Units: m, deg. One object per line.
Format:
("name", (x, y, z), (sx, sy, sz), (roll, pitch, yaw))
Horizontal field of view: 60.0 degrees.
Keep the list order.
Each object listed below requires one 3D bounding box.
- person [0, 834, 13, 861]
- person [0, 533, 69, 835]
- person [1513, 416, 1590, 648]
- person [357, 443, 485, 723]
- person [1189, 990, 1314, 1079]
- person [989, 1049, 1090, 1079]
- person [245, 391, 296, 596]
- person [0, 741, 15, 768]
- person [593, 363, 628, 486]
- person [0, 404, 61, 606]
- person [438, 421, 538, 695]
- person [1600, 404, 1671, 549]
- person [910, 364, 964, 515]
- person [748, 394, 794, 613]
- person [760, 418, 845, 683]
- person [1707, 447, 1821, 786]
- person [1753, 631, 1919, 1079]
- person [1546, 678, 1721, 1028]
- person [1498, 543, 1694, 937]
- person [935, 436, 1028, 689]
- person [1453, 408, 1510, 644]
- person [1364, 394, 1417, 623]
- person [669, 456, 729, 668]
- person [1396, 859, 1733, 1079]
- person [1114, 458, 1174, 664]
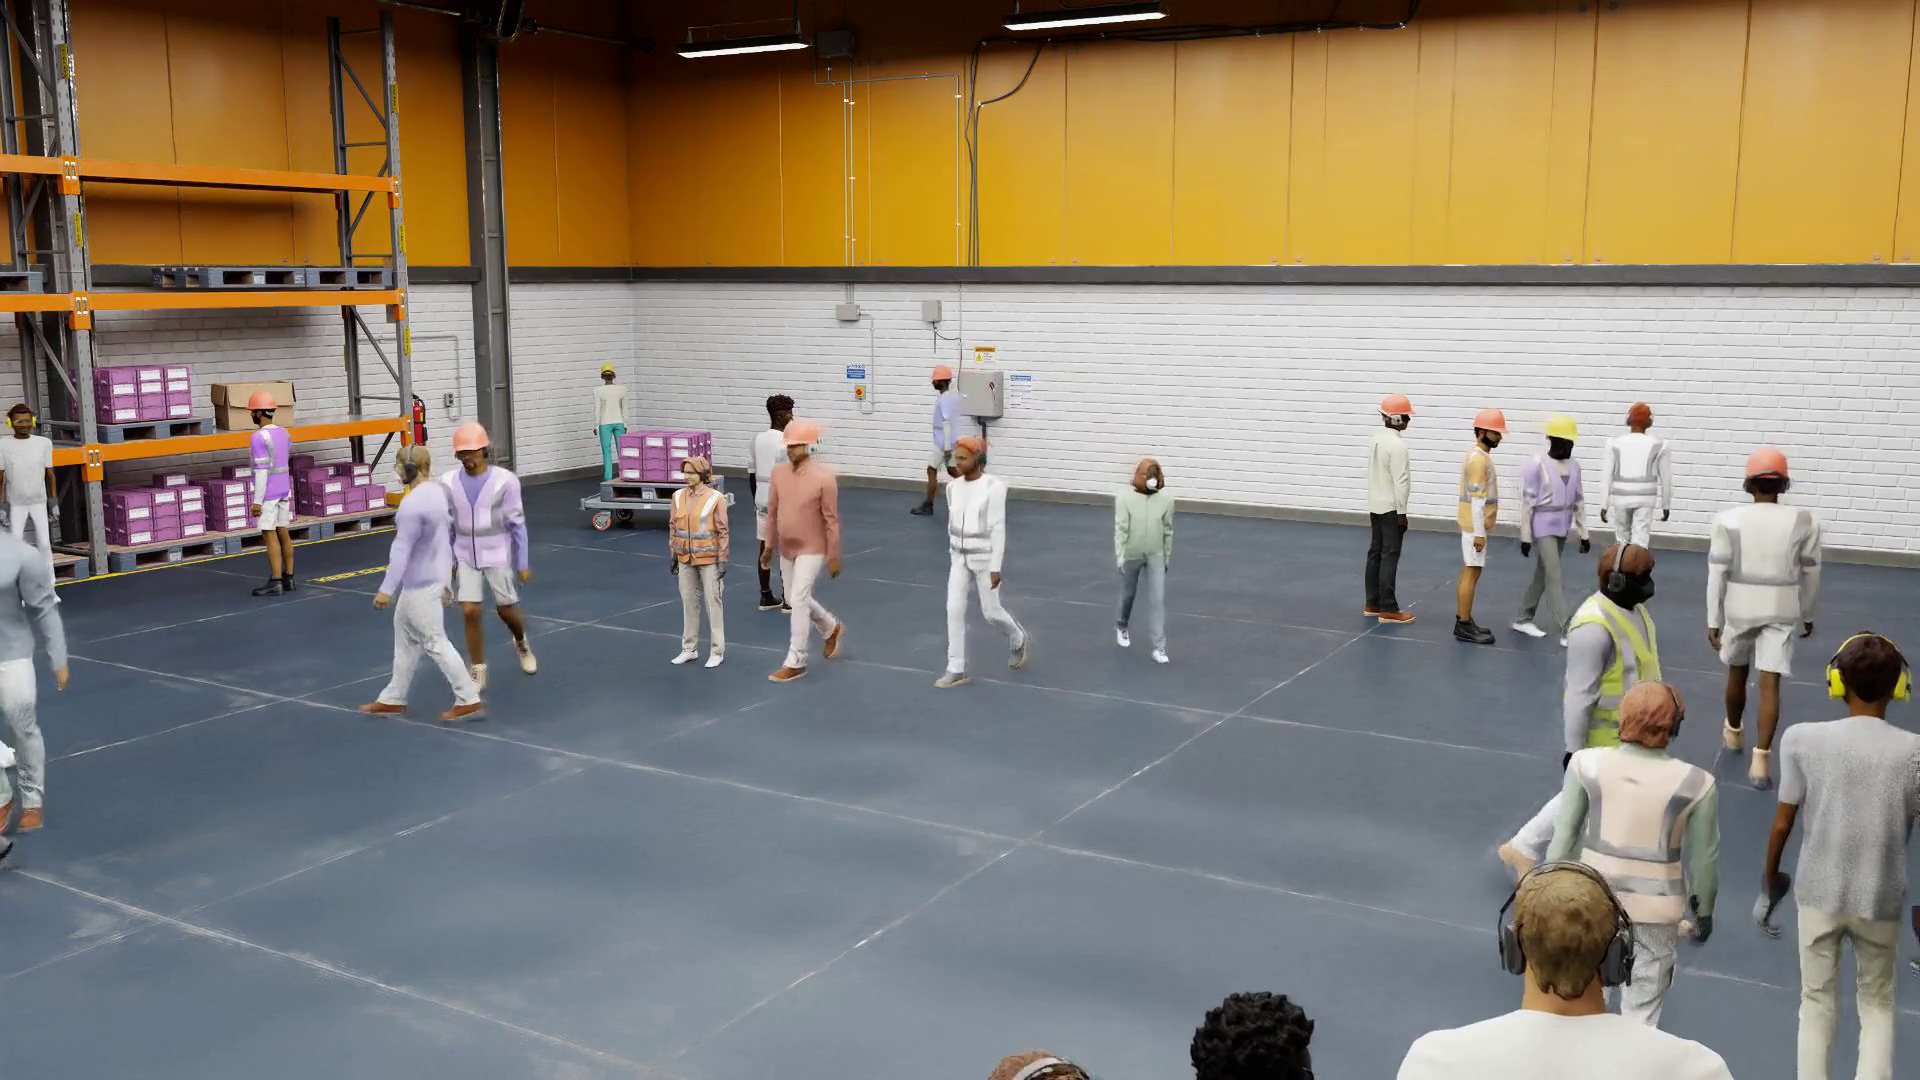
("person", (-5.217, 0.879, 8.154), (0.904, 1.722, 0.525), (-6, 11, -34))
("person", (-5.152, 0.659, 8.891), (0.751, 1.912, 0.533), (-2, 9, -12))
("person", (4.896, -0.079, 13.618), (0.600, 1.876, 0.893), (-6, 11, -31))
("person", (-3.641, 0.302, 11.187), (0.894, 1.907, 0.641), (-1, 9, -5))
("person", (0.520, 1.680, 3.194), (0.322, 1.699, 0.536), (-3, 10, -19))
("person", (0.142, 1.705, 2.660), (0.646, 1.827, 0.444), (-5, 10, -28))
("person", (-6.518, -0.437, 15.670), (0.356, 1.936, 0.551), (1, 9, 5))
("person", (-5.981, 0.561, 9.814), (0.971, 1.811, 0.519), (-6, 11, -33))
("person", (-4.988, -1.639, 23.713), (0.526, 1.765, 0.329), (-7, 11, -36))
("person", (-8.534, -0.323, 15.218), (0.505, 1.860, 0.320), (-7, 11, -37))
("person", (-3.422, 0.103, 12.147), (0.625, 2.006, 0.837), (1, 9, 6))
("person", (6.300, -0.355, 15.505), (0.591, 1.832, 0.963), (5, 11, 30))
("person", (-0.130, -1.244, 20.800), (0.927, 1.908, 0.549), (2, 9, 9))
("person", (-1.628, -0.326, 14.897), (0.608, 1.963, 0.374), (7, 12, 38))
("person", (-1.144, 0.047, 12.580), (0.627, 1.970, 0.876), (7, 11, 37))
("person", (4.862, 0.434, 10.106), (0.616, 1.989, 1.070), (4, 10, 25))
("person", (2.979, 1.224, 5.586), (0.553, 1.847, 0.380), (4, 10, 25))
("person", (2.354, 1.292, 5.851), (0.564, 1.619, 0.409), (5, 11, 30))
("person", (3.004, 0.887, 7.848), (0.940, 1.807, 0.634), (7, 12, 38))
("person", (0.163, 0.141, 12.336), (0.577, 1.853, 0.833), (7, 11, 37))
("person", (4.296, -0.121, 13.712), (0.379, 1.931, 0.548), (3, 9, 15))
("person", (3.754, -0.280, 14.509), (0.381, 1.994, 0.614), (-2, 9, -10))
("person", (-2.013, 0.167, 12.830), (0.525, 1.639, 0.307), (4, 10, 25))
("person", (1.135, 1.562, 3.207), (0.627, 1.936, 0.373), (1, 9, 8))
("person", (1.443, 0.124, 13.237), (0.501, 1.594, 0.844), (-1, 9, -9))
